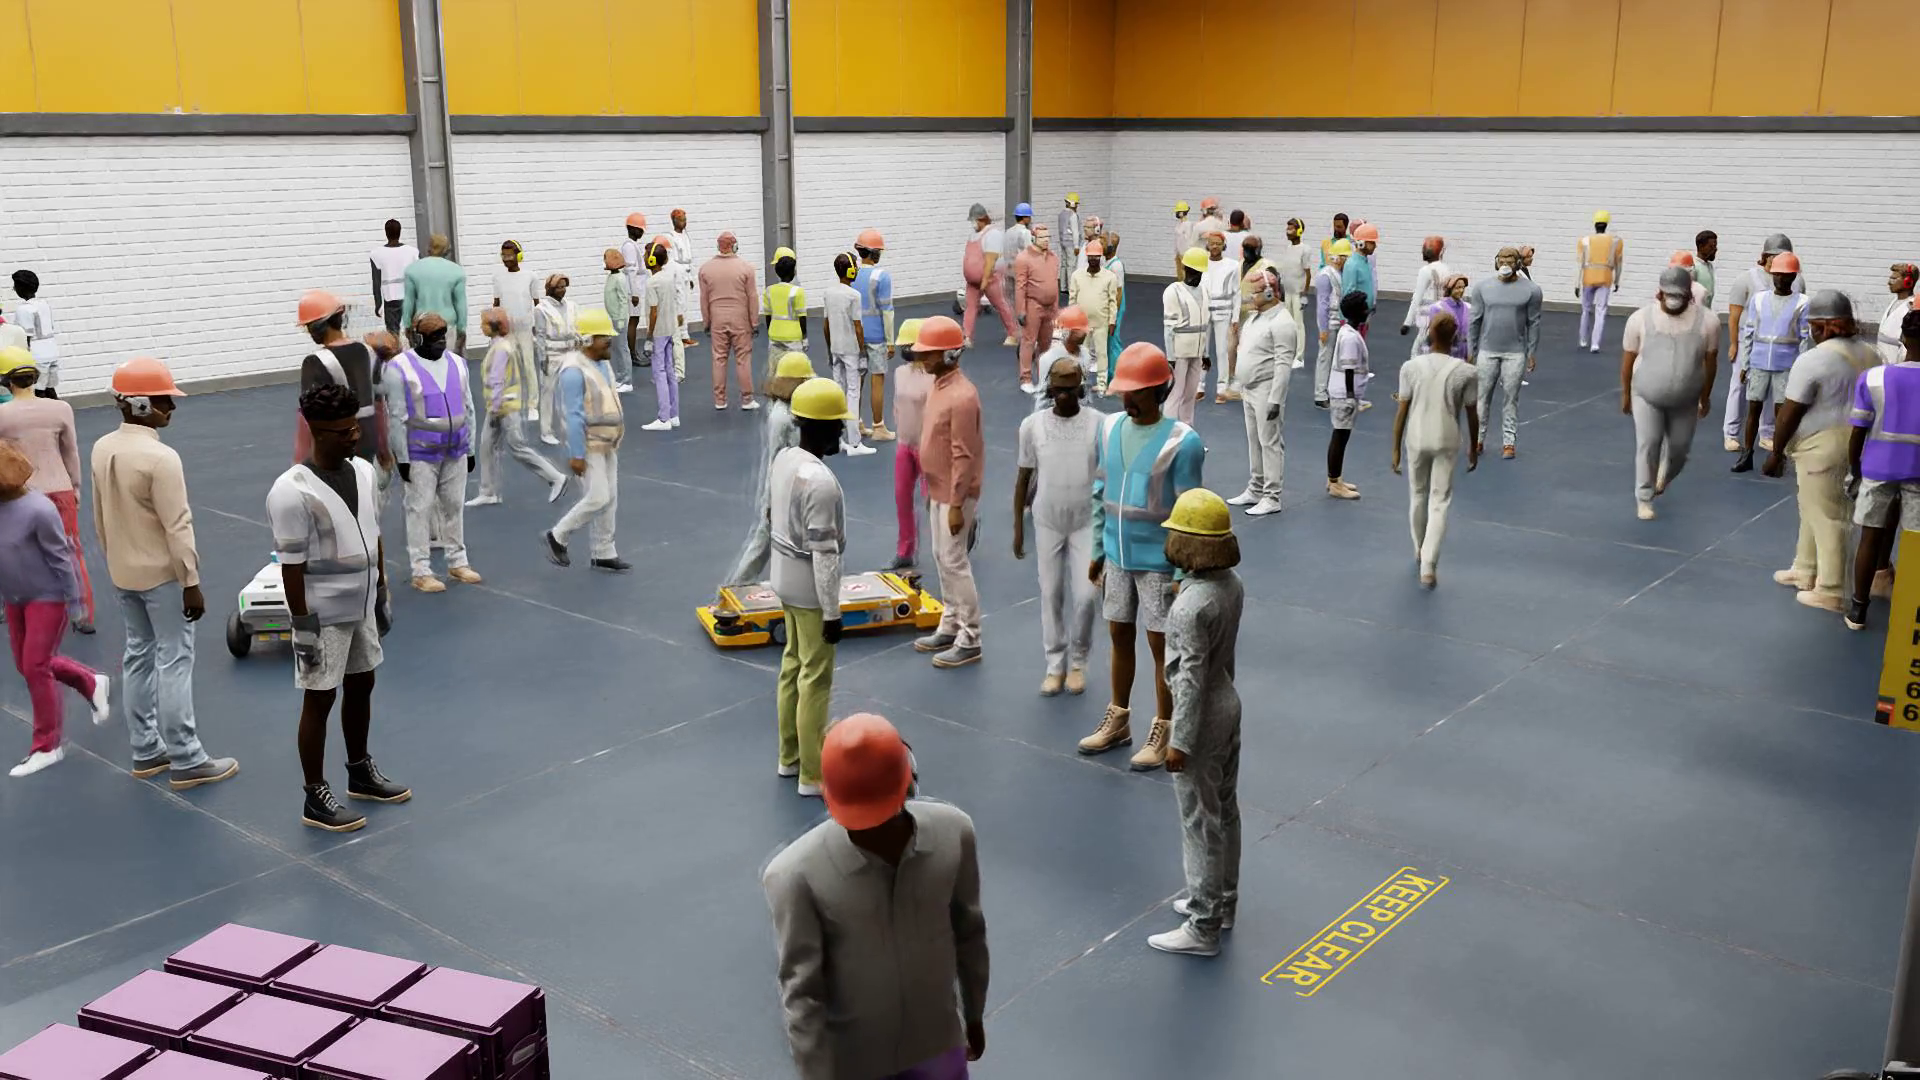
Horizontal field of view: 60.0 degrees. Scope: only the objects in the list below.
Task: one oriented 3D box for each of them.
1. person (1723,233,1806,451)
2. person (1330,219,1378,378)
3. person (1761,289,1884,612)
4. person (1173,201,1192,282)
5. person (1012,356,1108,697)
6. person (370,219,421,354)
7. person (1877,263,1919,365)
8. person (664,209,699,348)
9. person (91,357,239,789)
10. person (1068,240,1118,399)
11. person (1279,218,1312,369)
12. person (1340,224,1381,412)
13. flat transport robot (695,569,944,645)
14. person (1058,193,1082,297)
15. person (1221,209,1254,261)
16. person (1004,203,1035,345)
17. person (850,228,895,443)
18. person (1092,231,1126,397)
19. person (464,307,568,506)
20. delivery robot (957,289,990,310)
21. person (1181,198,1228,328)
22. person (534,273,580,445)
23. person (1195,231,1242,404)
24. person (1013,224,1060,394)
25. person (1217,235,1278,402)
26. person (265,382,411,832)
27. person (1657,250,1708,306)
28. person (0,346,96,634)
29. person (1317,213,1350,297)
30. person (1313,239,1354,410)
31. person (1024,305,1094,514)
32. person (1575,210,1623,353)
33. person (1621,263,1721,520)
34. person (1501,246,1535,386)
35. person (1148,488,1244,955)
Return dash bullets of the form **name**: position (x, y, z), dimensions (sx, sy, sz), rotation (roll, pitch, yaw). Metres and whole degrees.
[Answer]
- **person**: position (7.520, -1.832, 15.494), dimensions (0.673, 2.000, 0.535), rotation (1, 14, 2)
- **person**: position (4.768, -2.907, 20.064), dimensions (0.410, 1.909, 0.643), rotation (-12, 18, -40)
- **person**: position (5.457, -0.608, 10.603), dimensions (0.698, 2.000, 0.807), rotation (-8, 16, -29)
- **person**: position (3.699, -4.758, 27.756), dimensions (0.340, 1.762, 0.525), rotation (-3, 14, -14)
- **person**: position (0.554, -0.062, 8.837), dimensions (0.564, 1.831, 0.431), rotation (1, 14, 6)
- **person**: position (-6.661, -2.835, 19.753), dimensions (0.589, 1.919, 0.393), rotation (-7, 16, -25)
- **person**: position (8.169, -1.484, 14.500), dimensions (0.387, 1.846, 0.566), rotation (3, 14, 11)
- **person**: position (-3.830, -3.577, 22.785), dimensions (0.343, 1.882, 0.585), rotation (5, 15, 19)
- **person**: position (-3.692, 0.154, 7.660), dimensions (0.616, 1.989, 0.394), rotation (9, 17, 32)
- **person**: position (1.474, -2.454, 18.554), dimensions (0.563, 1.755, 0.321), rotation (4, 15, 17)
- **person**: position (4.182, -3.085, 20.848), dimensions (0.335, 1.873, 0.521), rotation (-6, 15, -23)
- **person**: position (4.240, -2.360, 17.717), dimensions (0.406, 1.987, 0.615), rotation (8, 16, 29)
- **flat transport robot**: position (-0.847, 0.400, 10.163), dimensions (1.431, 0.197, 0.652), rotation (-5, 15, -19)
- **person**: position (1.972, -5.253, 29.610), dimensions (0.403, 1.823, 0.588), rotation (-7, 16, -25)
- **person**: position (3.675, -3.477, 22.342), dimensions (0.623, 1.917, 0.413), rotation (2, 14, 7)
- **person**: position (0.846, -3.706, 23.169), dimensions (0.406, 1.946, 0.608), rotation (-9, 16, -31)
- **person**: position (-0.860, -1.959, 15.996), dimensions (0.608, 2.044, 0.377), rotation (10, 17, 36)
- **person**: position (1.681, -2.538, 18.712), dimensions (0.351, 1.846, 0.506), rotation (-2, 14, -8)
- **person**: position (-3.578, -1.058, 13.273), dimensions (0.755, 1.611, 0.516), rotation (-6, 15, -22)
- **delivery robot**: position (0.307, -3.914, 26.638), dimensions (0.707, 0.478, 0.477), rotation (-10, 17, -35)
- **person**: position (3.768, -4.189, 25.169), dimensions (0.609, 1.929, 1.092), rotation (-9, 17, -33)
- **person**: position (-3.850, -1.736, 15.950), dimensions (0.318, 1.630, 0.513), rotation (10, 17, 34)
- **person**: position (2.775, -2.435, 18.218), dimensions (0.587, 1.883, 0.342), rotation (6, 15, 23)
- **person**: position (0.911, -2.635, 18.976), dimensions (0.651, 1.907, 0.409), rotation (-12, 19, -40)
- **person**: position (3.080, -2.441, 18.378), dimensions (0.767, 1.822, 0.649), rotation (-7, 16, -26)
- **person**: position (-2.696, 0.283, 7.224), dimensions (0.385, 1.957, 0.603), rotation (4, 15, 17)
- **person**: position (7.380, -2.110, 17.184), dimensions (0.327, 1.753, 0.561), rotation (-9, 16, -31)
- **person**: position (-5.457, -0.266, 9.817), dimensions (0.350, 1.758, 0.522), rotation (12, 18, 39)
- **person**: position (4.870, -3.226, 21.336), dimensions (0.592, 1.911, 0.383), rotation (12, 19, 41)
- **person**: position (4.042, -2.308, 17.859), dimensions (0.422, 1.820, 0.602), rotation (10, 17, 36)
- **person**: position (0.758, -0.931, 12.559), dimensions (0.794, 1.719, 0.603), rotation (11, 18, 38)
- **person**: position (8.605, -3.488, 22.457), dimensions (0.597, 1.885, 0.976), rotation (5, 15, 20)
- **person**: position (5.524, -1.210, 13.008), dimensions (0.695, 2.000, 0.815), rotation (5, 15, 18)
- **person**: position (6.497, -2.596, 19.361), dimensions (0.308, 1.640, 0.511), rotation (10, 17, 35)
- **person**: position (0.867, 0.668, 6.109), dimensions (0.317, 1.743, 0.488), rotation (7, 16, 27)
